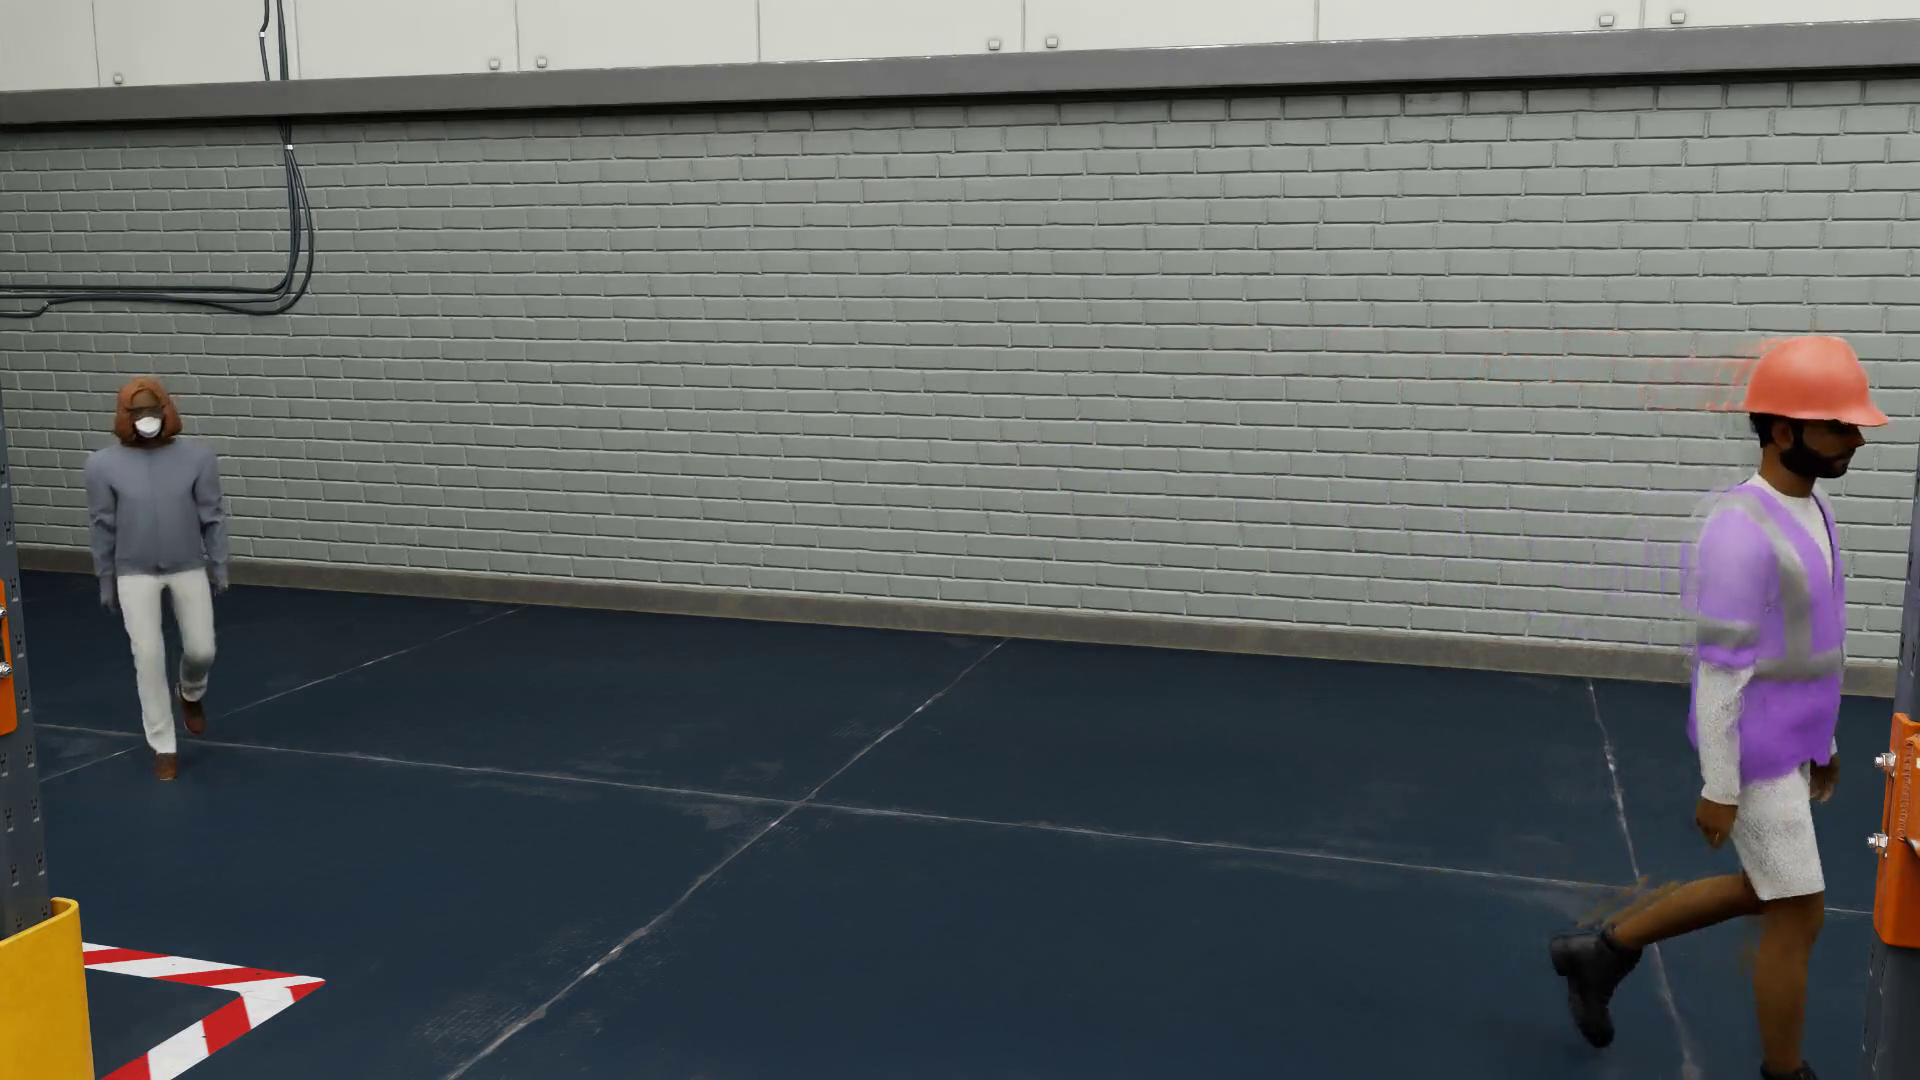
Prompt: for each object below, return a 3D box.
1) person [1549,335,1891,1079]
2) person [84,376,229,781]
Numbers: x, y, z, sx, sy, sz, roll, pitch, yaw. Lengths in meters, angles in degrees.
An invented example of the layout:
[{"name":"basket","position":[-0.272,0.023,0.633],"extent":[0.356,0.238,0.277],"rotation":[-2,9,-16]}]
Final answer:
[{"name":"person","position":[1.847,0.466,3.964],"extent":[0.787,1.914,0.557],"rotation":[8,12,39]},{"name":"person","position":[-3.262,0.135,6.791],"extent":[0.501,1.624,0.528],"rotation":[-5,11,-29]}]
